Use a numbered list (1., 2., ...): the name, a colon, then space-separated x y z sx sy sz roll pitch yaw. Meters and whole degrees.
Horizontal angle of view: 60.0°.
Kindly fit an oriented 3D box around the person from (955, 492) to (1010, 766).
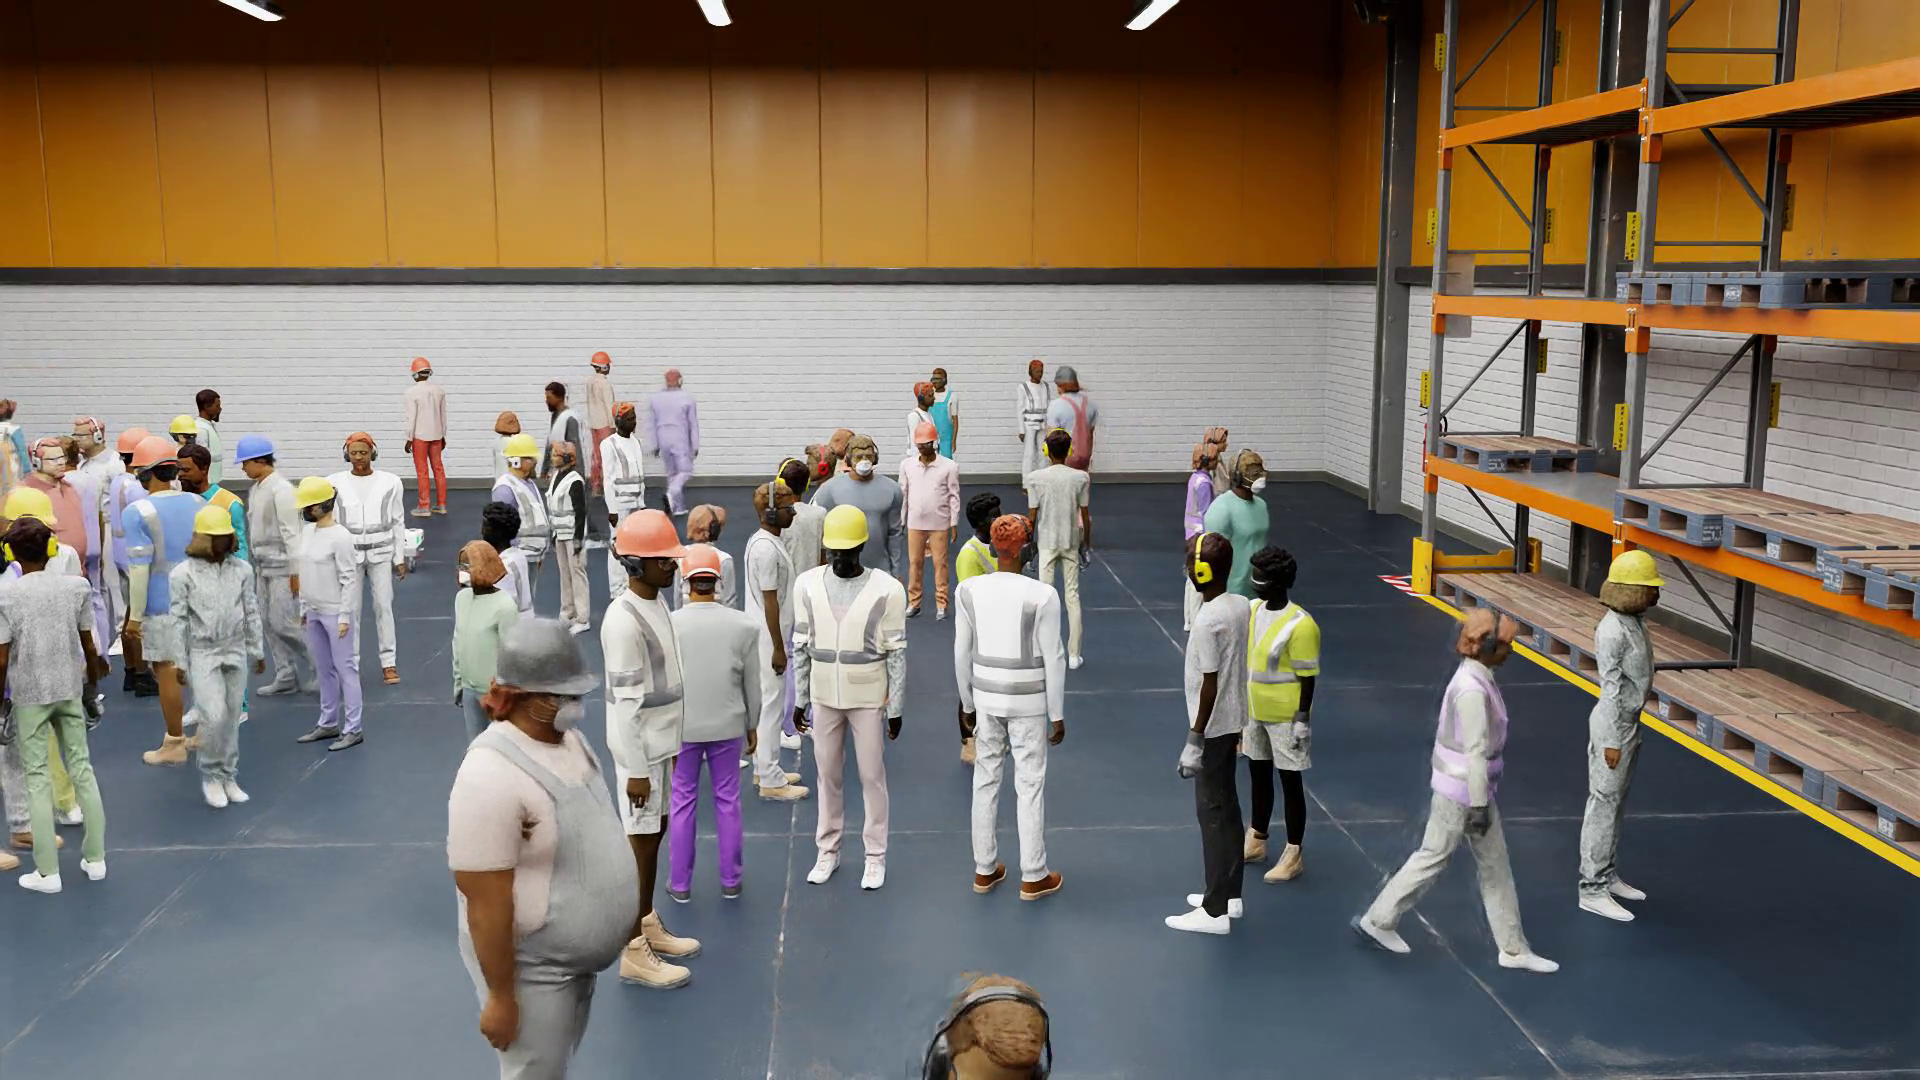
1. person: 0.143 0.546 10.310 0.319 1.696 0.532 3 9 17

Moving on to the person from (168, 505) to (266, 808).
1. person: -4.178 0.662 9.442 0.453 1.727 0.506 6 11 35

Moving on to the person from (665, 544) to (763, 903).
1. person: -1.238 0.884 8.059 0.573 1.738 0.355 -3 10 -18

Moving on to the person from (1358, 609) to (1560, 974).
1. person: 2.179 1.079 7.257 0.843 1.597 0.523 4 10 24

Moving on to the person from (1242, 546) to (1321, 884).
1. person: 1.572 0.863 8.328 0.322 1.692 0.533 -5 10 -29

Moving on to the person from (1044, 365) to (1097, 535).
1. person: 1.257 -0.981 18.816 0.691 2.000 0.714 -7 12 -38

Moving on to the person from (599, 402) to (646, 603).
1. person: -3.033 -0.313 15.119 0.355 1.883 0.575 3 10 19

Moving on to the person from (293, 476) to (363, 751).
1. person: -4.057 0.464 10.634 0.524 1.760 0.319 7 11 36

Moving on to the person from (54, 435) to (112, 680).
1. person: -6.629 0.133 12.476 0.351 1.838 0.511 3 10 18

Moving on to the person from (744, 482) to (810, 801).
1. person: -1.074 0.580 9.630 0.346 1.846 0.506 -2 9 -12

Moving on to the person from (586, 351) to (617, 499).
1. person: -4.840 -1.559 22.585 0.376 1.997 0.612 -8 12 -41

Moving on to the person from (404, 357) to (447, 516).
1. person: -6.744 -1.300 20.965 0.393 1.992 0.622 6 11 32

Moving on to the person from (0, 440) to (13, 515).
1. person: -8.424 -0.232 14.473 0.367 1.927 0.587 -5 10 -29

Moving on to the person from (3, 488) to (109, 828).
1. person: -5.145 0.630 9.273 1.018 1.874 0.583 4 10 25

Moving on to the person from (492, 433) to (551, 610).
1. person: -3.314 0.106 12.634 0.403 1.835 0.586 0 9 3

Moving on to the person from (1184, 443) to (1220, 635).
1. person: 2.027 0.003 13.894 0.307 1.639 0.525 0 9 -1

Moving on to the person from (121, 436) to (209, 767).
1. person: -4.905 0.378 10.276 0.390 2.040 0.614 4 10 21

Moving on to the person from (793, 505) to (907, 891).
1. person: -0.552 0.770 8.212 0.586 1.918 0.395 2 9 15

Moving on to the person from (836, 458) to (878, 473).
1. person: -0.749 0.192 12.353 0.329 1.751 0.563 -1 9 -4

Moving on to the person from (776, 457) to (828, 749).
1. person: -1.064 0.402 10.668 0.328 1.872 0.515 9 13 44

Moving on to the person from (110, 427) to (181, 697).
1. person: -5.898 0.155 12.006 0.376 1.935 0.550 -8 12 -40

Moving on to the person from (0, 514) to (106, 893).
1. person: -4.499 0.802 8.180 0.327 1.865 0.514 8 12 40

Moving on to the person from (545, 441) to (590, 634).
1. person: -3.312 -0.025 14.067 0.314 1.642 0.514 -7 11 -36

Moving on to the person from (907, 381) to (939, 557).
1. person: -0.393 -0.770 17.989 0.356 1.883 0.573 2 9 12

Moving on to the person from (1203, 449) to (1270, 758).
1. person: 1.769 0.386 10.553 0.371 1.940 0.627 7 11 37

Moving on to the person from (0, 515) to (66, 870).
1. person: -4.929 0.765 8.536 0.431 1.832 0.633 2 9 11

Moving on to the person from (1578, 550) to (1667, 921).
1. person: 3.147 0.908 7.886 0.295 1.743 0.493 6 11 32

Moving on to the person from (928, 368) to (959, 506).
1. person: -0.265 -1.288 21.353 0.505 1.847 0.344 4 10 24

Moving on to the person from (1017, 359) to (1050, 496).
1. person: 1.027 -1.541 22.856 0.585 1.879 0.355 -7 12 -39

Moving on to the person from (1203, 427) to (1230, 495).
1. person: 2.325 -0.219 15.292 0.307 1.640 0.519 3 9 16

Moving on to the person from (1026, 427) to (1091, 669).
1. person: 0.754 0.068 12.769 0.512 1.872 0.328 -1 9 -4

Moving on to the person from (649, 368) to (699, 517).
1. person: -3.559 -1.198 20.691 0.640 1.882 0.726 3 9 17

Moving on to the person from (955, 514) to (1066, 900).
1. person: 0.252 0.808 8.082 0.574 1.883 0.356 5 10 27

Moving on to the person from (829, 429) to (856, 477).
1. person: -1.090 -0.213 15.312 0.276 1.628 0.503 6 11 32

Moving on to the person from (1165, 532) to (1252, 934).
1. person: 1.154 0.884 7.666 0.328 1.865 0.521 5 10 29

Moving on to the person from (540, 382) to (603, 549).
1. person: -4.386 -0.787 18.155 1.009 1.859 0.618 -5 10 -30

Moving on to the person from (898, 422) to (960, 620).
1. person: -0.287 -0.164 14.586 0.573 1.748 0.342 2 9 14

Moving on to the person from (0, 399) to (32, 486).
1. person: -10.769 -0.784 18.855 0.550 1.624 0.405 3 9 17

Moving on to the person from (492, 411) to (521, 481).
1. person: -4.635 -0.517 17.171 0.281 1.636 0.500 -9 13 -43

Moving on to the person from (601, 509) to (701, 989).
1. person: -1.316 0.879 7.130 0.372 2.042 0.615 0 9 1

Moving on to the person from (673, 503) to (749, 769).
1. person: -1.549 0.598 10.166 0.515 1.638 0.314 8 12 40

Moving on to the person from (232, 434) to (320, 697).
1. person: -4.826 0.195 11.831 0.548 1.914 0.649 -8 12 -42

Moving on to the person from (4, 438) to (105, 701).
1. person: -6.279 0.240 11.570 0.409 1.909 0.641 1 9 5

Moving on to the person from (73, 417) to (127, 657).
1. person: -6.878 -0.029 13.258 0.651 1.907 0.409 4 10 23

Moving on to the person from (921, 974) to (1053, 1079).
1. person: -0.049 1.637 3.161 0.757 1.810 0.333 6 11 35

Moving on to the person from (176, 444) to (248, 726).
1. person: -5.025 0.304 11.134 0.596 1.917 0.372 3 9 18

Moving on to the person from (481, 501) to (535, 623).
1. person: -2.685 0.611 9.900 0.322 1.696 0.532 -1 9 -6

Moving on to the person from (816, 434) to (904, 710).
1. person: -0.682 0.231 11.531 0.632 1.940 0.372 -3 10 -21

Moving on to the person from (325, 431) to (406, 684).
1. person: -4.385 0.142 12.267 0.575 1.883 0.355 -3 10 -20

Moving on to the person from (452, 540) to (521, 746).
1. person: -2.526 0.808 8.858 0.502 1.633 0.280 7 11 36
